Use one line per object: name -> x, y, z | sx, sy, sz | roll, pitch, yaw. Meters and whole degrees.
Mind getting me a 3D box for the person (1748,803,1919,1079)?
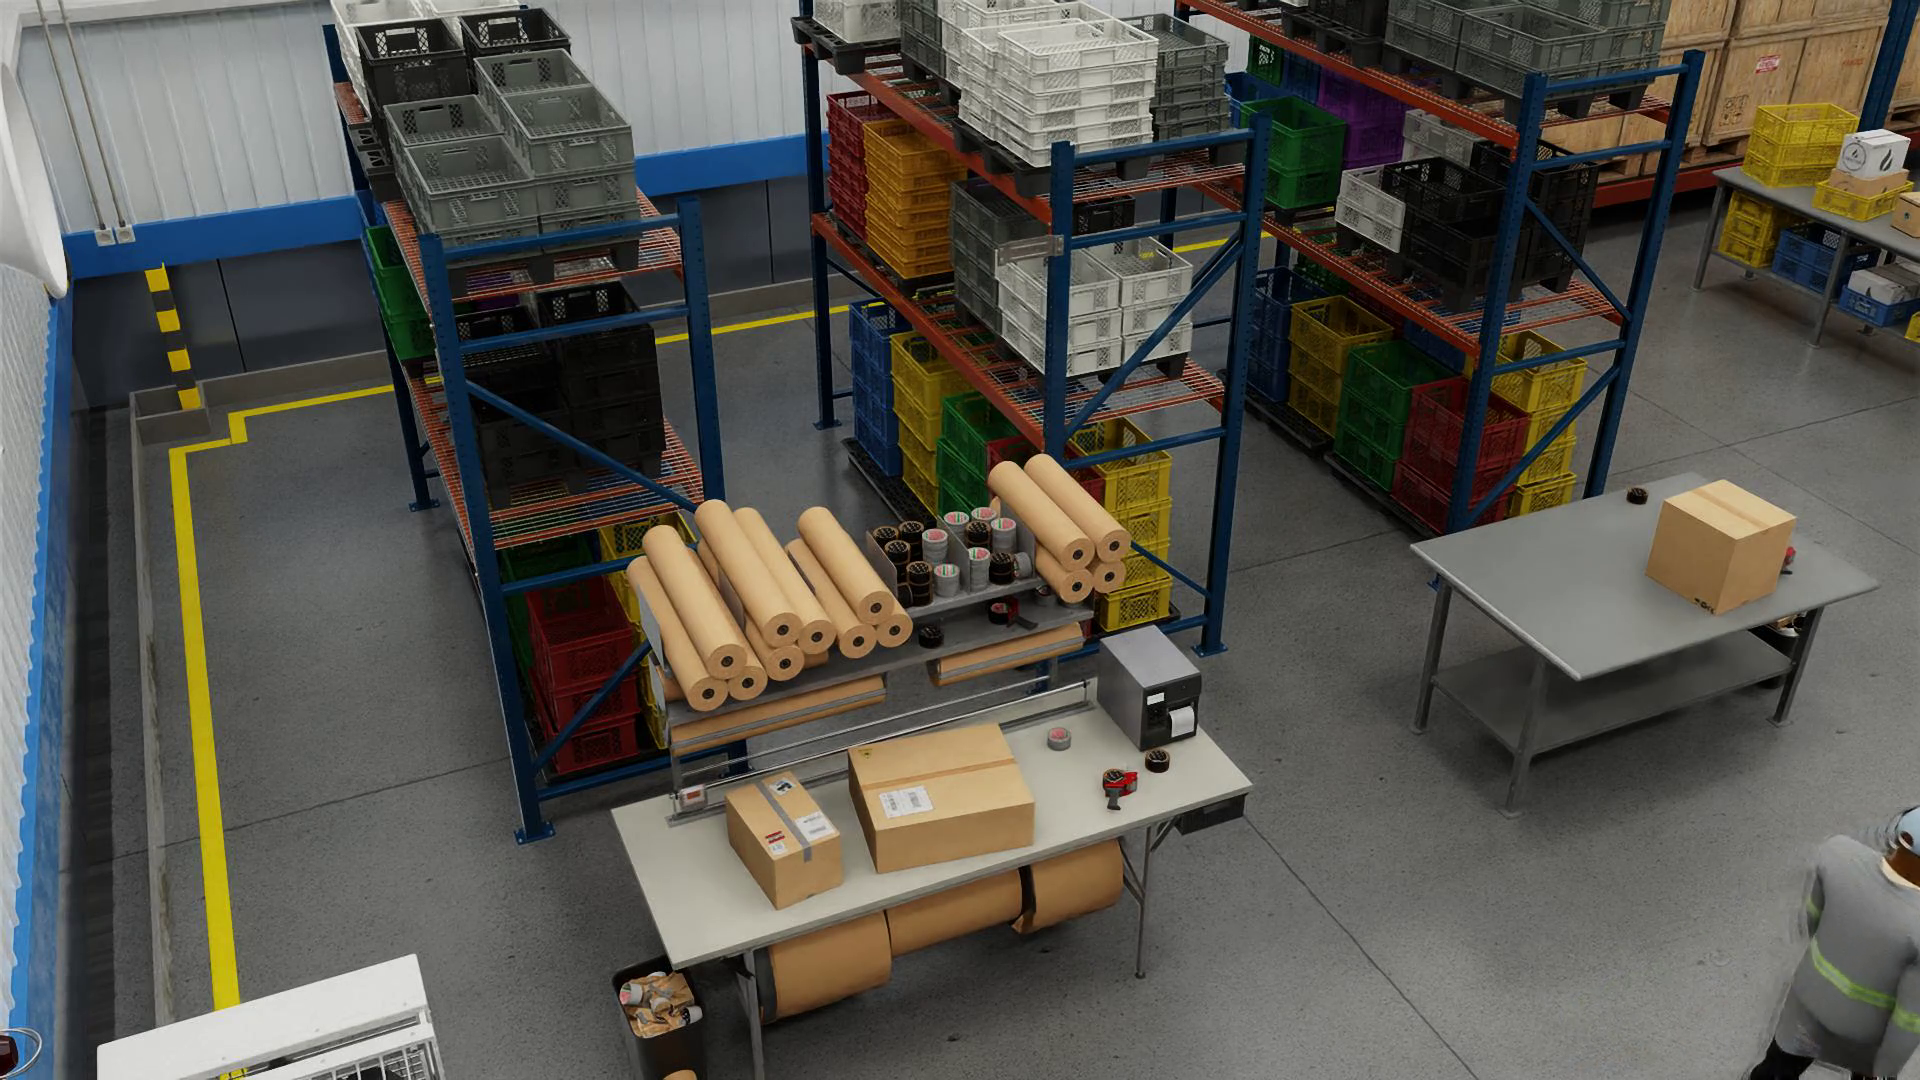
person -> 3.222, 1.610, 5.891 | 0.935, 1.810, 0.592 | -14, 34, -21
